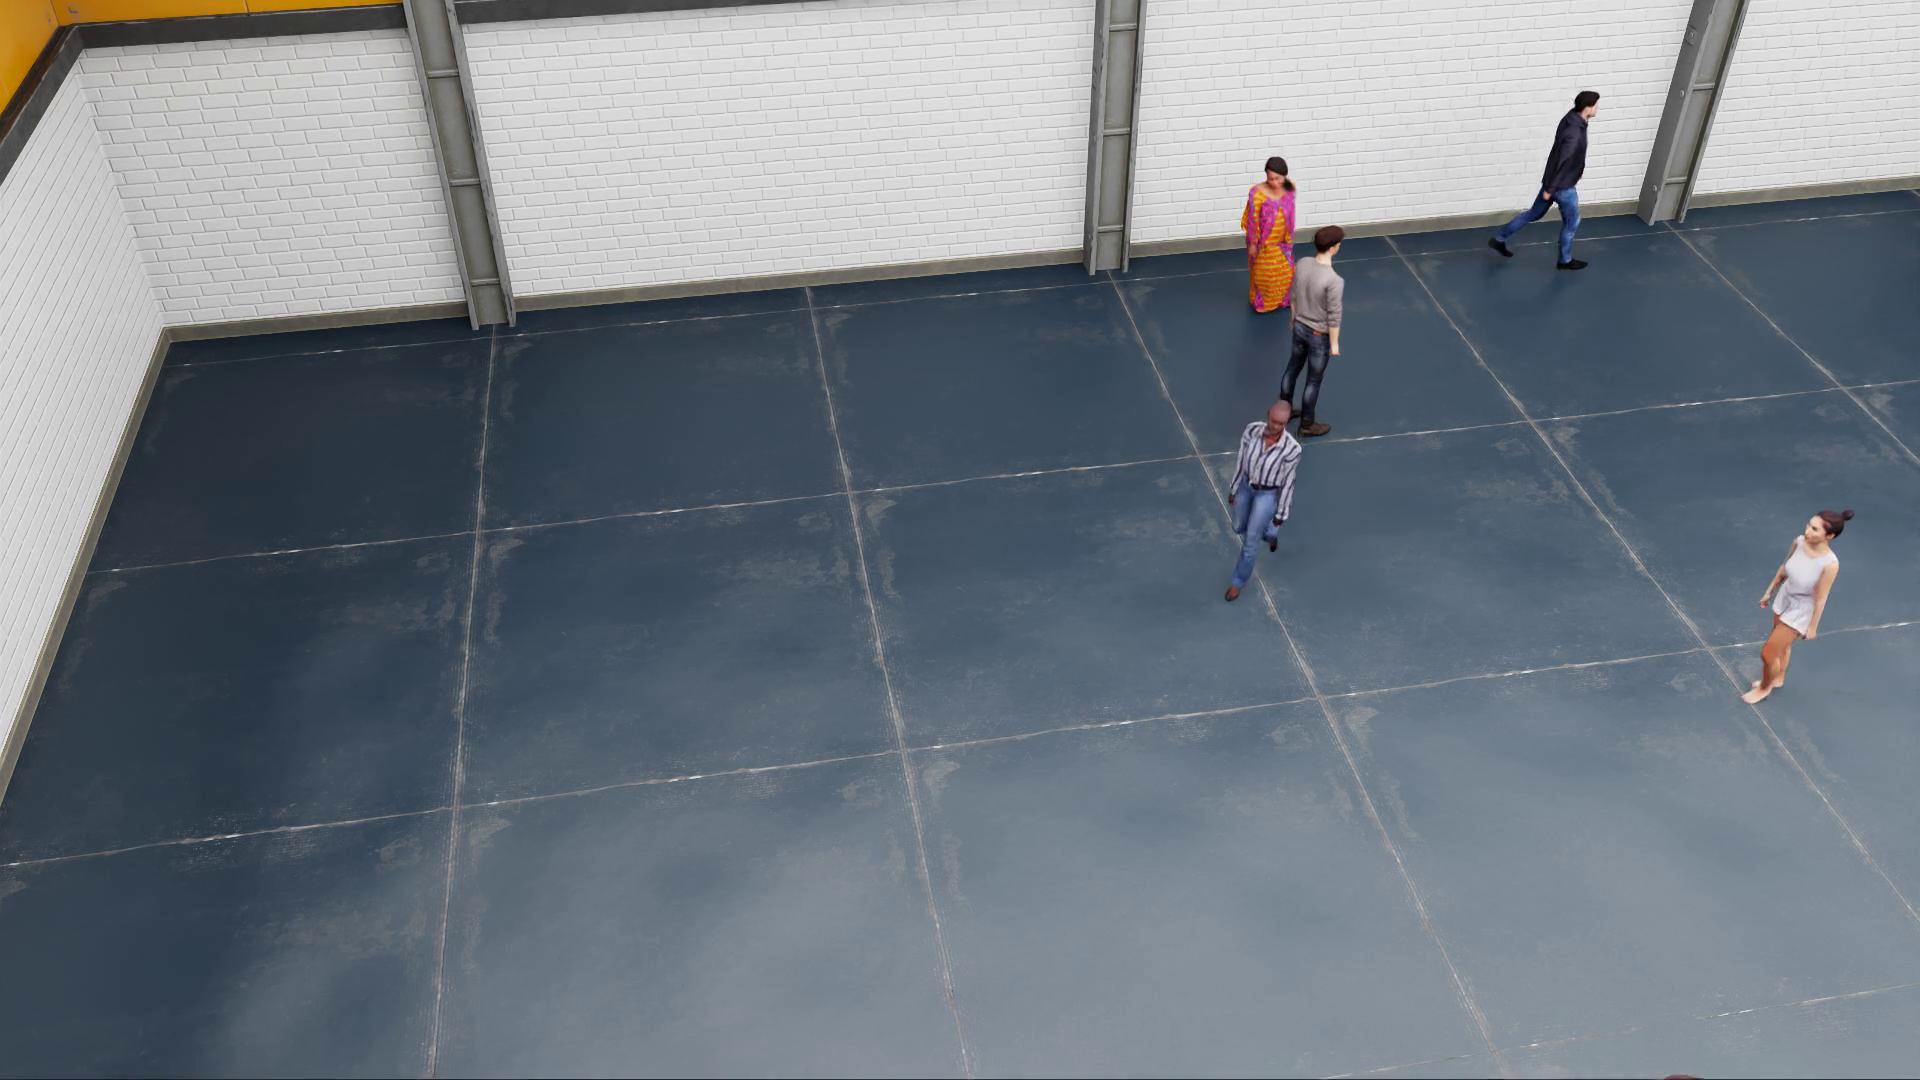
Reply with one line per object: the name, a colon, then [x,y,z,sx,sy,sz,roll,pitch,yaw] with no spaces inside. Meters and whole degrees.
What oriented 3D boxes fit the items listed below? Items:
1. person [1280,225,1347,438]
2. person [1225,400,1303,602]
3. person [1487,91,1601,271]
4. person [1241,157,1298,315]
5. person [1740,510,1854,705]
person: [2.946,-1.749,13.917,0.723,1.903,0.770,-23,44,-26]
person: [2.249,-0.346,12.271,0.970,1.766,1.047,27,46,30]
person: [5.708,-3.477,16.123,1.290,1.850,0.928,4,39,5]
person: [2.913,-2.853,15.512,0.725,1.638,0.929,-24,44,-27]
person: [5.810,0.451,11.407,0.600,1.598,0.585,-6,39,-7]
